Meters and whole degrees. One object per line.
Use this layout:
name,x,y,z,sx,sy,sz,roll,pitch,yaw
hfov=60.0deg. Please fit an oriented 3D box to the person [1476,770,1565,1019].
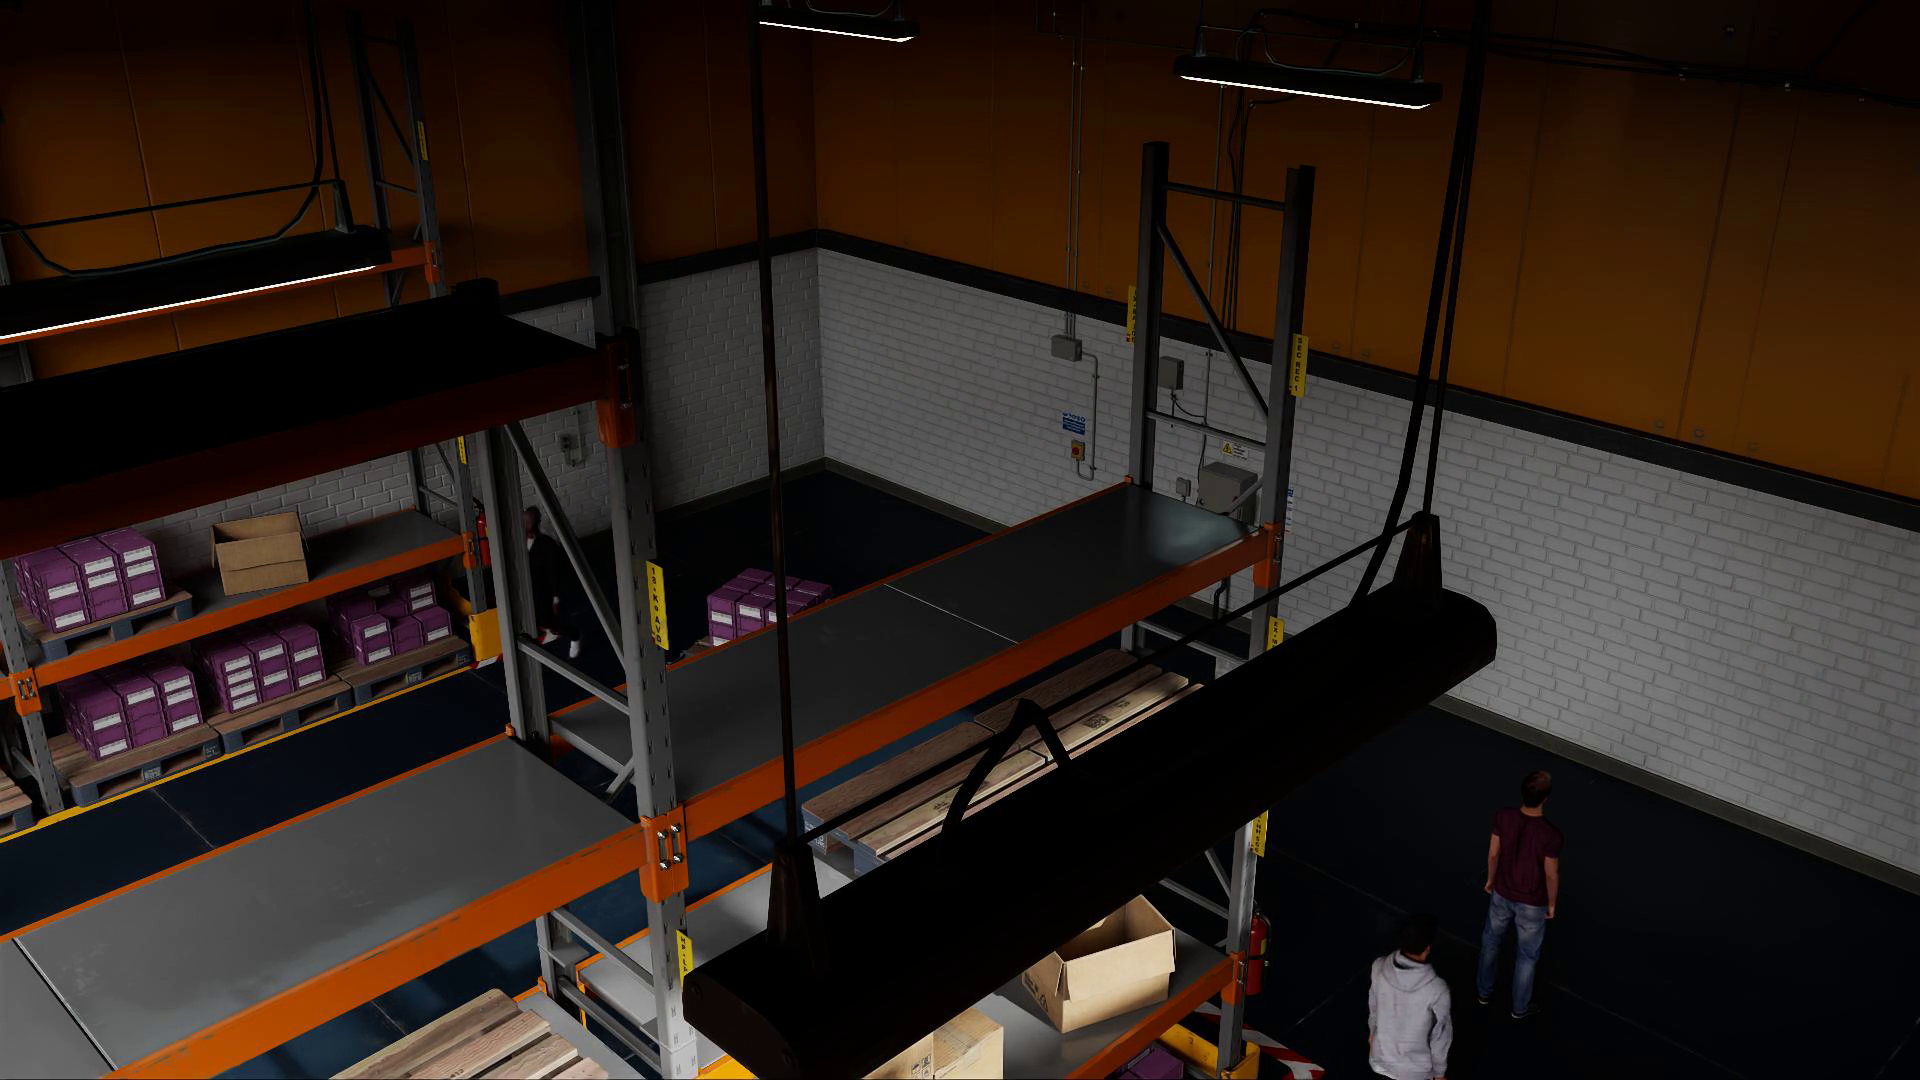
person,3.778,2.371,11.207,0.652,1.855,0.542,21,31,39

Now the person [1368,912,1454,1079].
person,2.523,3.033,9.611,0.720,1.920,0.647,19,30,37

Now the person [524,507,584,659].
person,-3.899,0.489,15.660,0.933,1.736,1.203,10,25,21
